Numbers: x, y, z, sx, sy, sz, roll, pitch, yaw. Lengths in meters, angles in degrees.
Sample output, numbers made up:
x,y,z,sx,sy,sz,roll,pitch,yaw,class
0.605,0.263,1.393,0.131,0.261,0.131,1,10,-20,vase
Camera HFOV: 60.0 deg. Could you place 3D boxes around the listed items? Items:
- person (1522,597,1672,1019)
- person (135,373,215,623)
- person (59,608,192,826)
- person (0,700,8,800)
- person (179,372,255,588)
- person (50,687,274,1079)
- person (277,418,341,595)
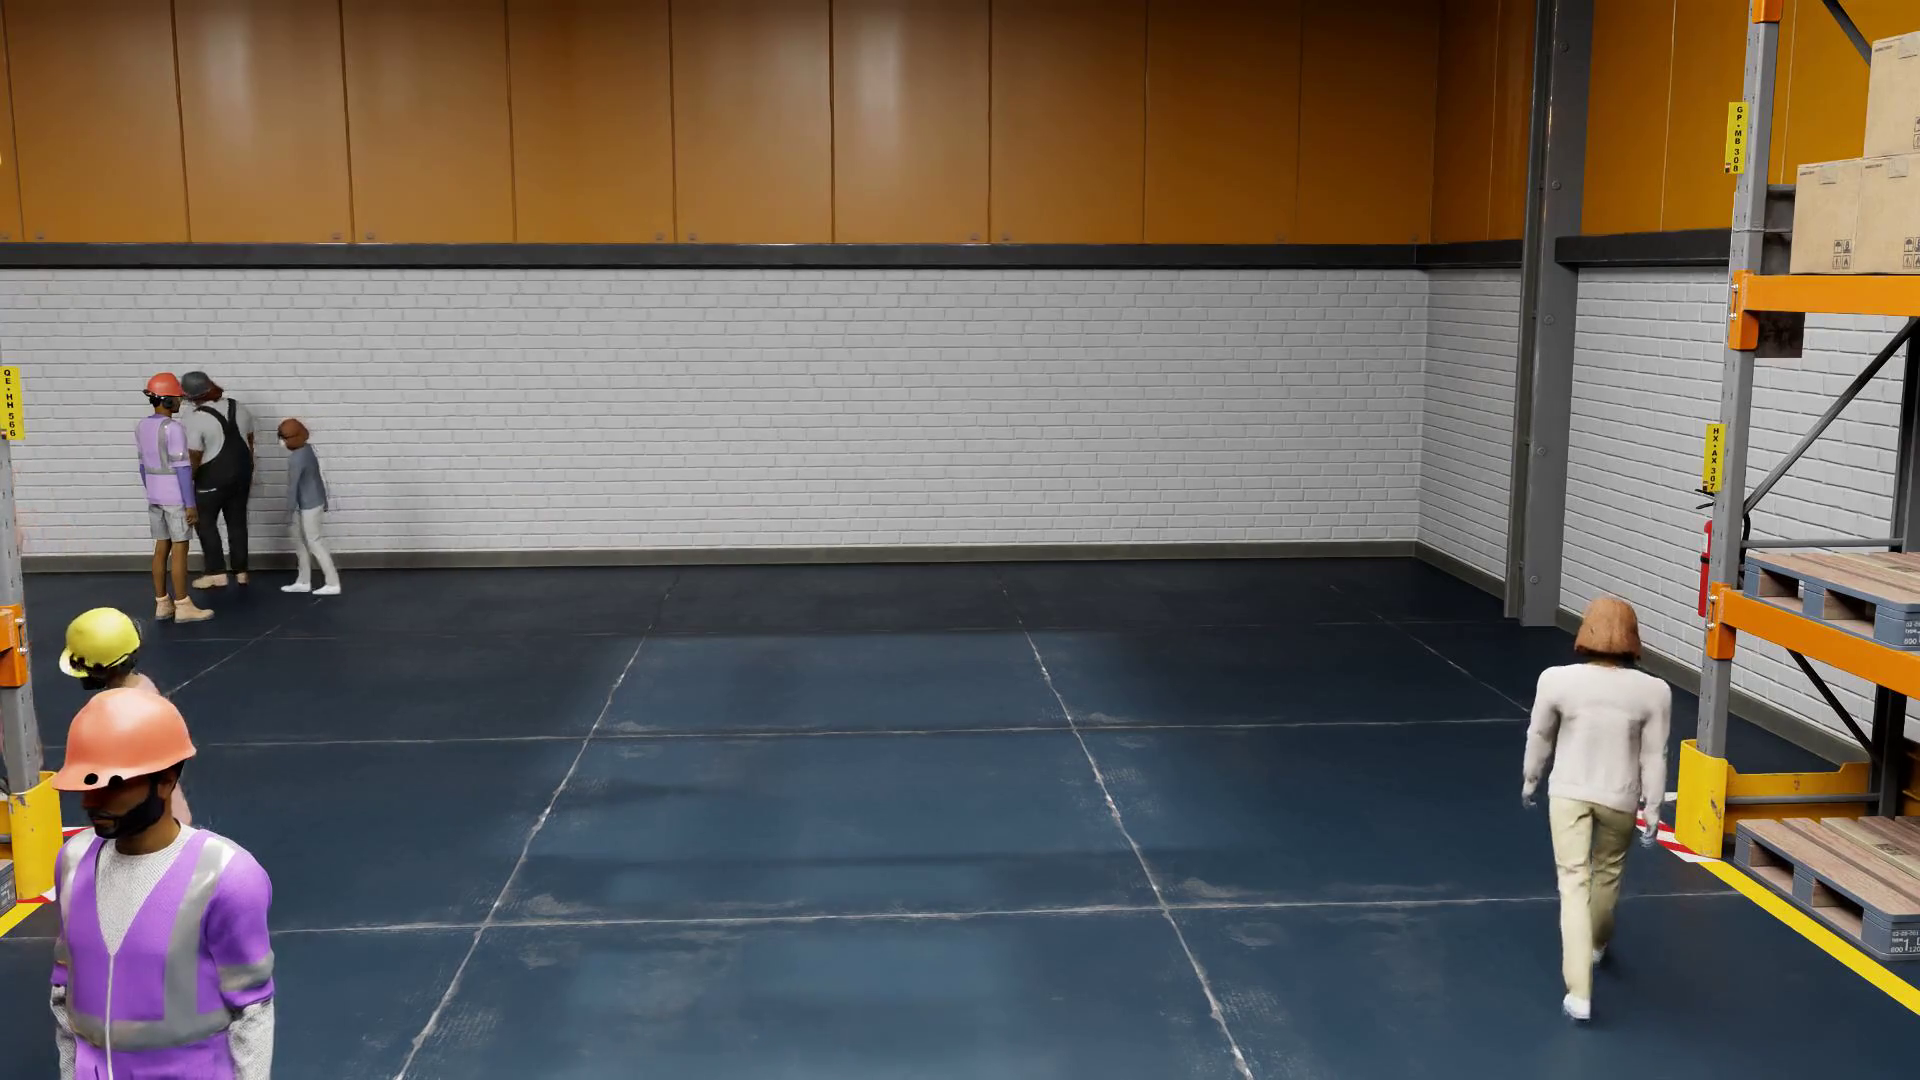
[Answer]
x,y,z,sx,sy,sz,roll,pitch,yaw,class
2.483,1.008,6.530,0.517,1.584,0.859,3,9,17,person
-6.447,-0.344,13.609,0.608,2.044,0.370,6,11,33,person
-2.876,1.044,5.903,0.402,1.719,0.695,-3,9,-17,person
-5.269,0.510,8.766,0.674,1.879,0.699,1,9,8,person
-6.790,-0.592,15.177,0.542,2.000,0.739,5,10,29,person
-1.812,1.277,3.762,0.543,1.938,0.356,2,9,13,person
-5.783,-0.285,14.611,0.601,1.593,0.567,-2,9,-11,person
